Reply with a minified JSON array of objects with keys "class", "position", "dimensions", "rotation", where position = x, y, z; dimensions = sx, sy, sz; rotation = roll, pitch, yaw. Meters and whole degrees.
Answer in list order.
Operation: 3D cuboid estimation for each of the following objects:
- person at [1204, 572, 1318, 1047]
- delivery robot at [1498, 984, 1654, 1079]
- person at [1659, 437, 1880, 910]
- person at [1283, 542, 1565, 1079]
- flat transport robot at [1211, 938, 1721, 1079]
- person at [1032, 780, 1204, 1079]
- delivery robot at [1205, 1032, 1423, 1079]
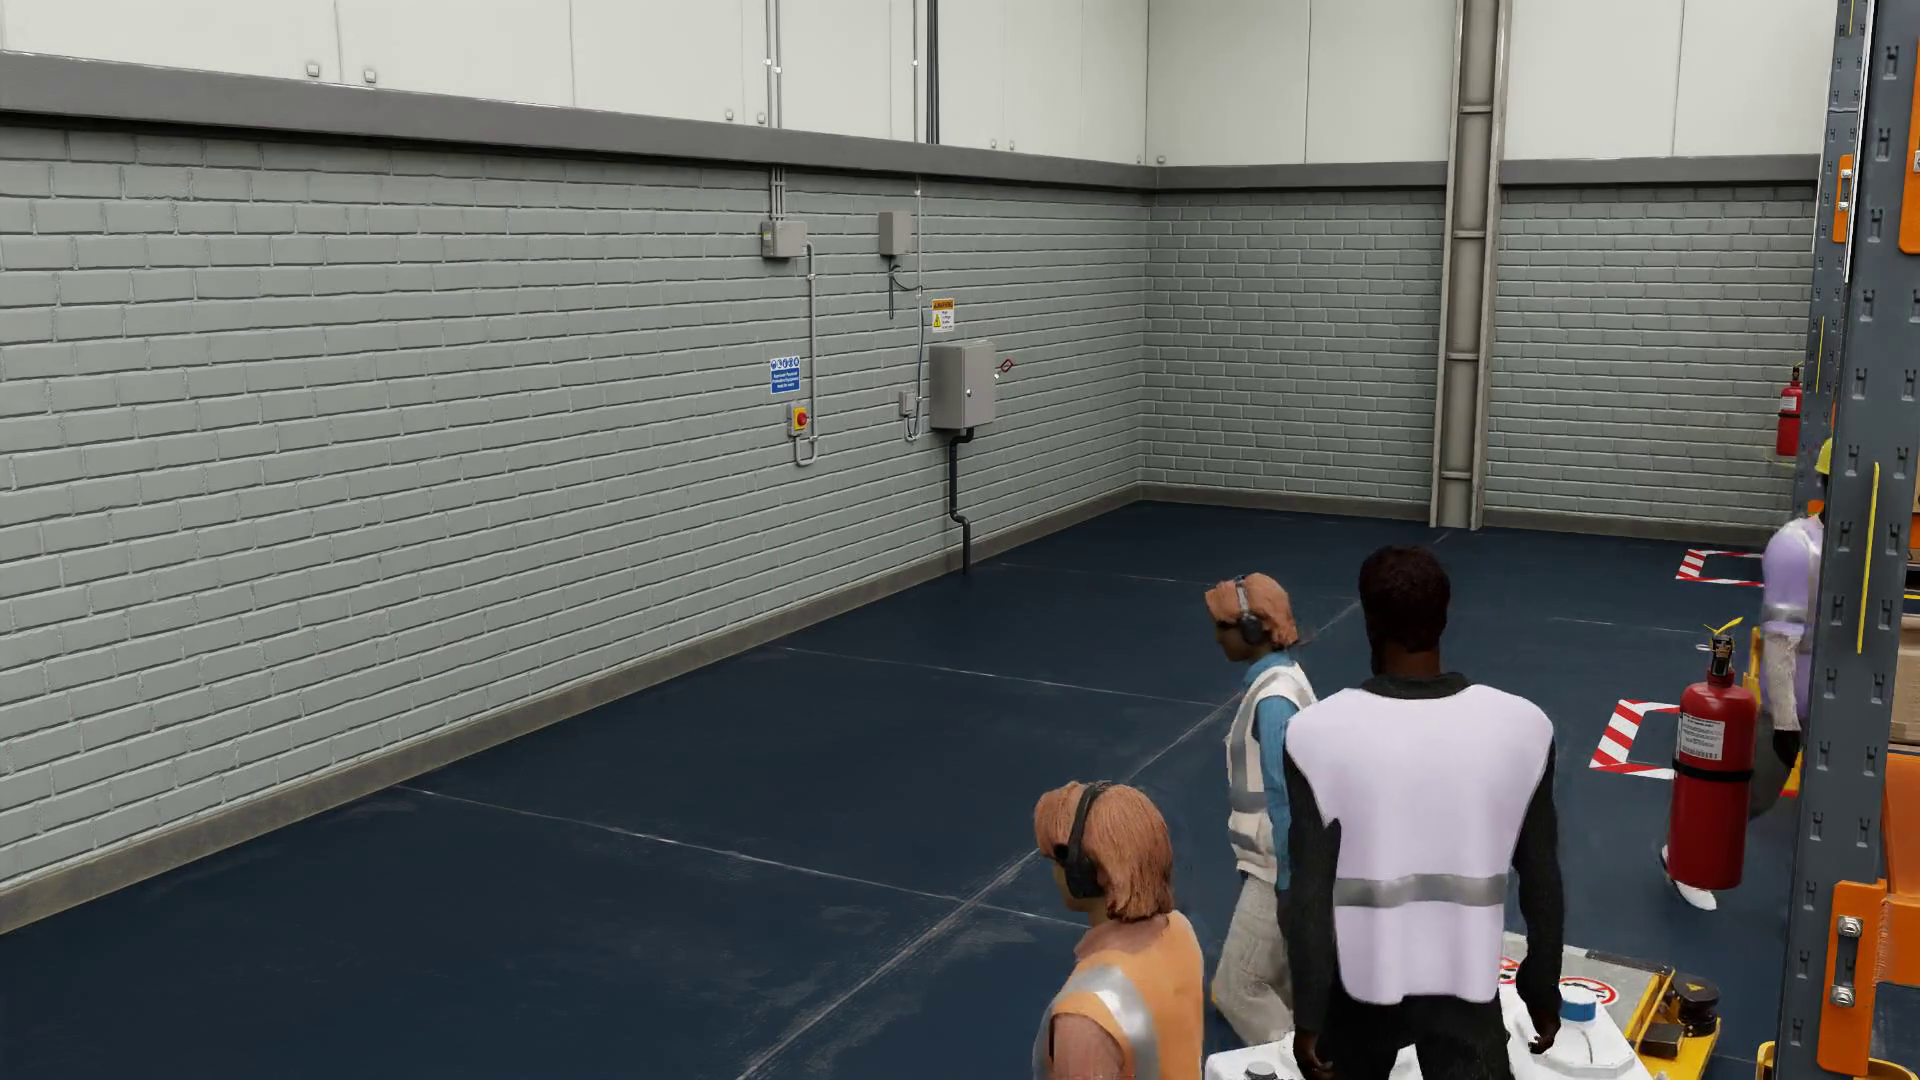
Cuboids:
[{"class":"person","position":[0.837,0.893,4.523],"dimensions":[0.404,1.611,0.555],"rotation":[2,11,13]},{"class":"delivery robot","position":[1.596,1.411,4.347],"dimensions":[0.477,0.478,0.707],"rotation":[1,10,4]},{"class":"person","position":[2.968,0.516,5.891],"dimensions":[0.602,1.880,0.993],"rotation":[-5,12,-27]},{"class":"person","position":[1.005,0.961,3.563],"dimensions":[0.636,1.873,0.957],"rotation":[0,10,-1]},{"class":"flat transport robot","position":[1.589,1.431,5.269],"dimensions":[1.431,0.197,0.652],"rotation":[7,12,32]},{"class":"person","position":[0.188,1.195,2.928],"dimensions":[0.824,1.596,0.543],"rotation":[5,12,27]},{"class":"delivery robot","position":[0.993,1.424,4.280],"dimensions":[0.707,0.478,0.477],"rotation":[-4,11,-21]}]
